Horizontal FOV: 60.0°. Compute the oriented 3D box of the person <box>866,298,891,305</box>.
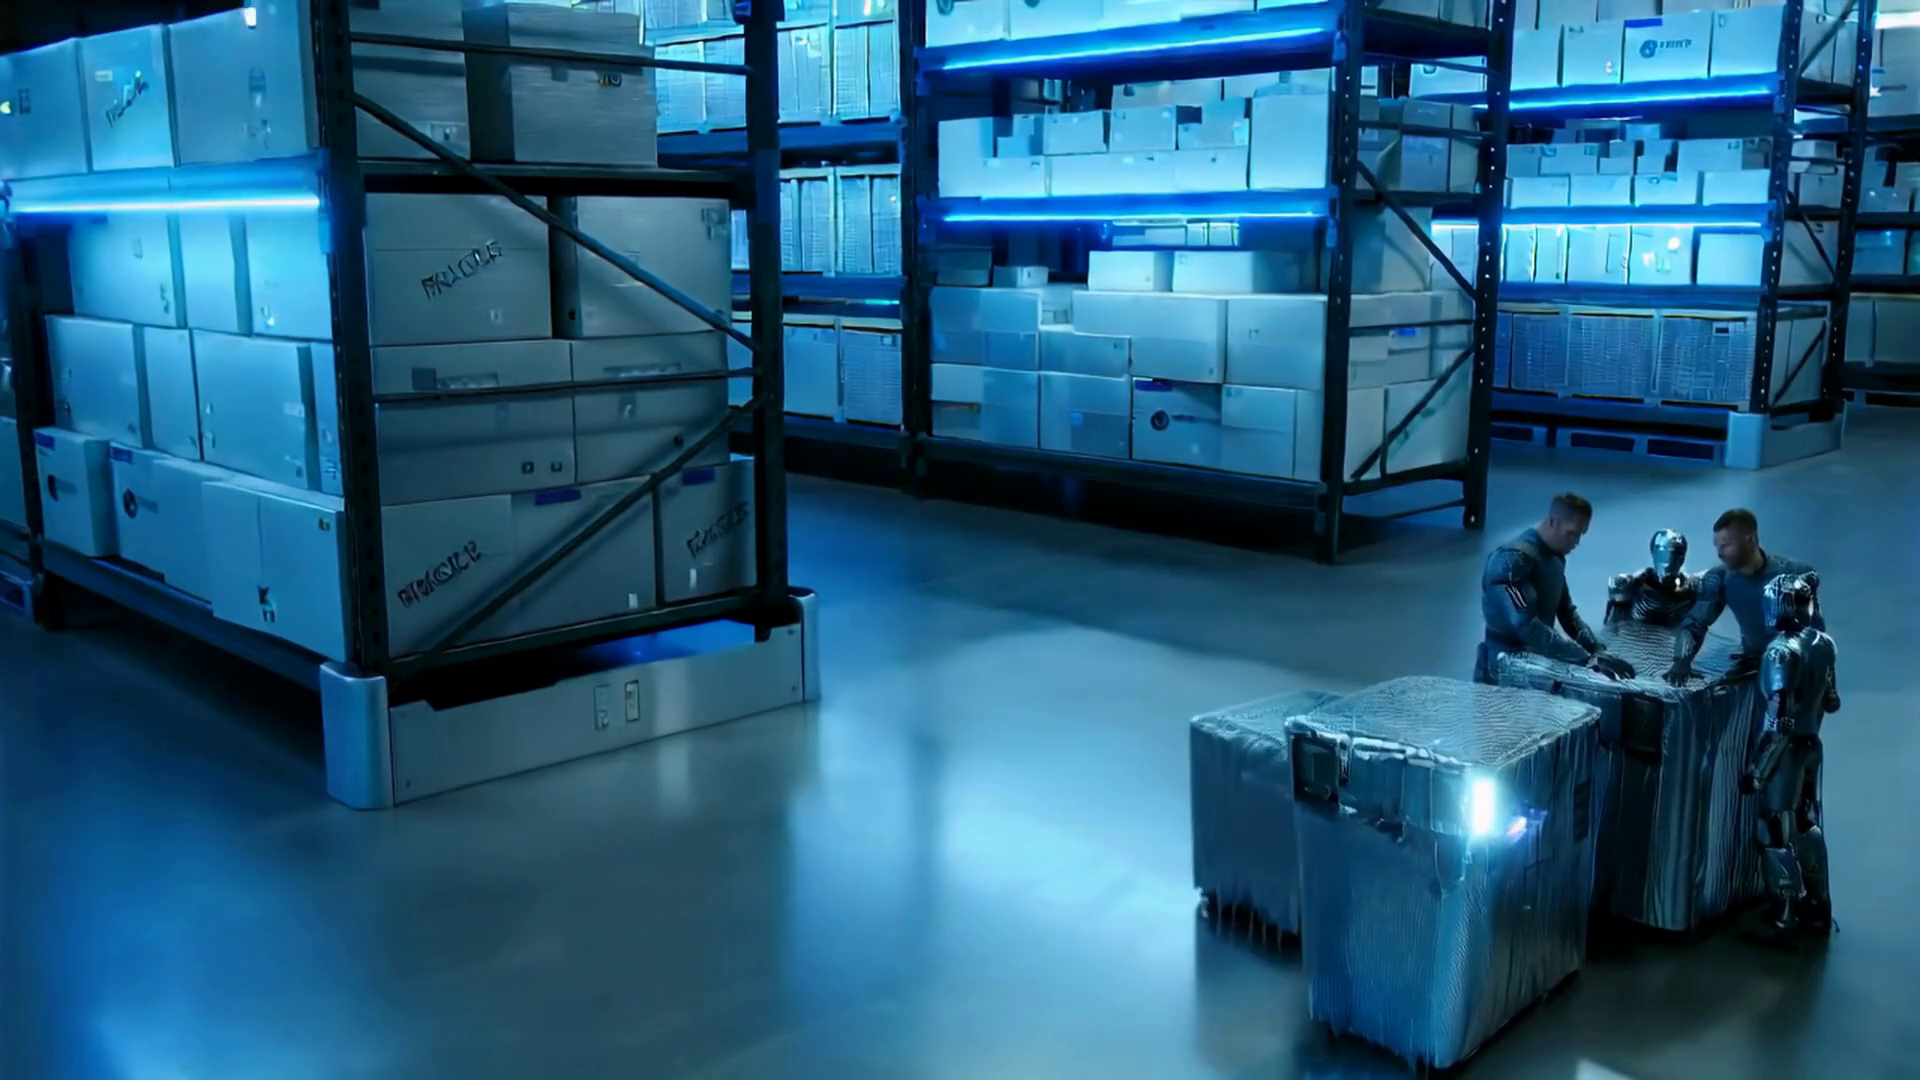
[{"bbox_3d":[-1.081,-2.792,21.670,0.378,1.928,0.550,4,11,19],"label":"person"}]
